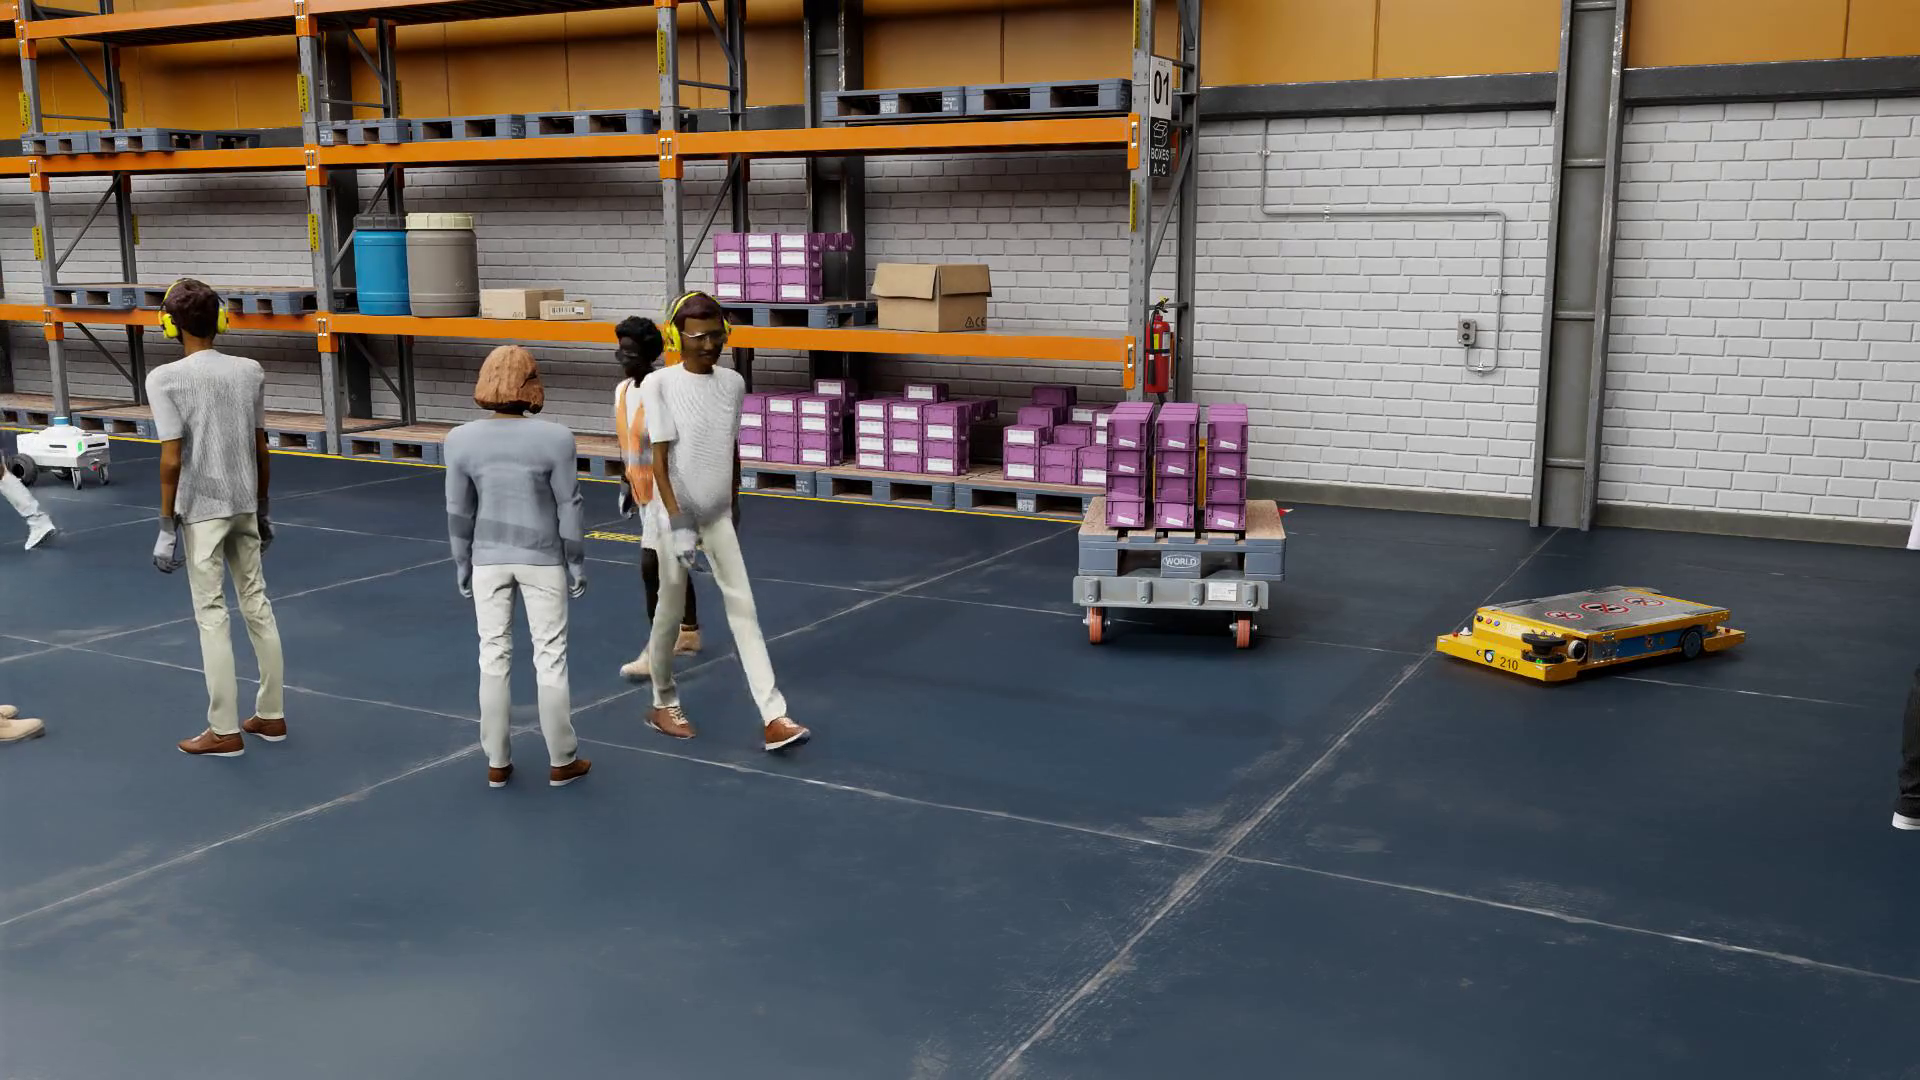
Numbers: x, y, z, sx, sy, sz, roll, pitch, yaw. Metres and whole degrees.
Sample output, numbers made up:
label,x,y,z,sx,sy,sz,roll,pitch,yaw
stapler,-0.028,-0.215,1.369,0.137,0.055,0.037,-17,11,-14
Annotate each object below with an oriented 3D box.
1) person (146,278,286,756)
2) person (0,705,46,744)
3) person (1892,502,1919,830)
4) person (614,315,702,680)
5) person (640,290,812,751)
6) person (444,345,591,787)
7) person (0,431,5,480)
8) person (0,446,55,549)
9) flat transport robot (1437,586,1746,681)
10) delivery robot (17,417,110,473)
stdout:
label,x,y,z,sx,sy,sz,roll,pitch,yaw
person,-2.919,-0.079,6.496,0.336,1.864,0.521,6,12,30
person,-3.994,-0.198,6.652,0.396,2.044,0.609,-9,14,-42
person,3.340,0.083,5.453,0.373,1.917,0.595,1,10,7
person,-1.399,-0.200,7.696,0.605,1.668,0.577,-9,13,-39
person,-0.964,-0.049,6.494,0.482,1.810,0.956,-8,13,-38
person,-1.619,0.104,6.118,0.497,1.634,0.279,0,10,1
person,-5.235,-0.496,8.425,0.930,2.008,0.605,8,13,37
person,-6.309,-0.759,10.662,0.859,1.709,0.493,1,10,4
flat transport robot,3.069,0.432,8.056,1.431,0.197,0.652,-6,12,-30
delivery robot,-7.302,-0.758,13.547,0.707,0.478,0.477,4,11,18
